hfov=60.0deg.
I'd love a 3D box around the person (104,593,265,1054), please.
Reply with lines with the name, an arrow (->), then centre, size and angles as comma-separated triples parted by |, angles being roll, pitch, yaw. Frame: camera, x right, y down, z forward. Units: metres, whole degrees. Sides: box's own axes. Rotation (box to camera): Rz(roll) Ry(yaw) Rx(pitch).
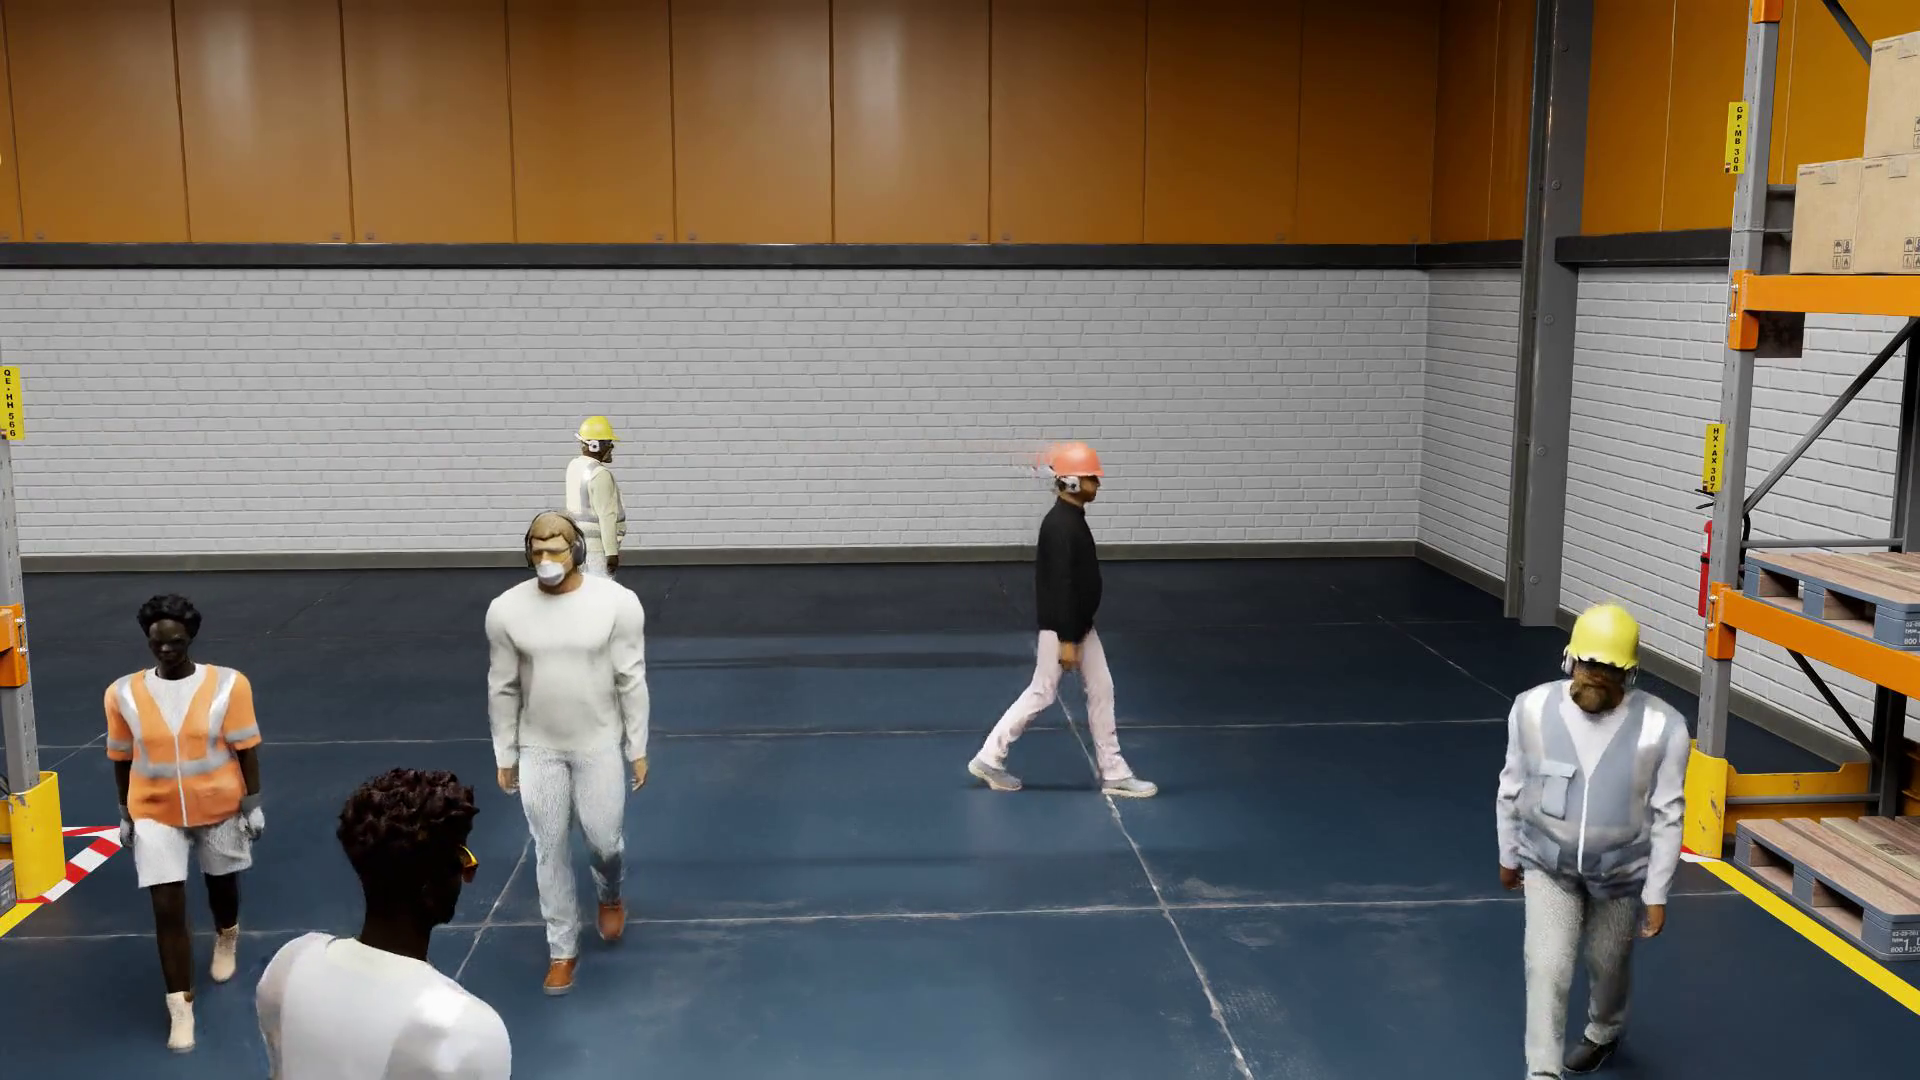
person -> -2.939, 1.002, 6.347 | 0.533, 1.660, 0.831 | -3, 10, -20

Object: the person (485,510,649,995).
person -> -1.559, 0.819, 6.677 | 0.642, 1.924, 0.536 | 0, 9, -2

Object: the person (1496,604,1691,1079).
person -> 2.110, 1.063, 5.606 | 0.593, 1.794, 0.856 | 4, 10, 24

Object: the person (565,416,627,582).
person -> -2.605, 0.020, 11.986 | 0.404, 1.828, 0.603 | -7, 11, -36

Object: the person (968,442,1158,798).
person -> 0.534, 0.439, 8.992 | 1.011, 1.957, 0.628 | 2, 9, 14

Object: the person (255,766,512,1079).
person -> -1.094, 1.381, 3.101 | 0.621, 1.940, 0.749 | 5, 10, 28
